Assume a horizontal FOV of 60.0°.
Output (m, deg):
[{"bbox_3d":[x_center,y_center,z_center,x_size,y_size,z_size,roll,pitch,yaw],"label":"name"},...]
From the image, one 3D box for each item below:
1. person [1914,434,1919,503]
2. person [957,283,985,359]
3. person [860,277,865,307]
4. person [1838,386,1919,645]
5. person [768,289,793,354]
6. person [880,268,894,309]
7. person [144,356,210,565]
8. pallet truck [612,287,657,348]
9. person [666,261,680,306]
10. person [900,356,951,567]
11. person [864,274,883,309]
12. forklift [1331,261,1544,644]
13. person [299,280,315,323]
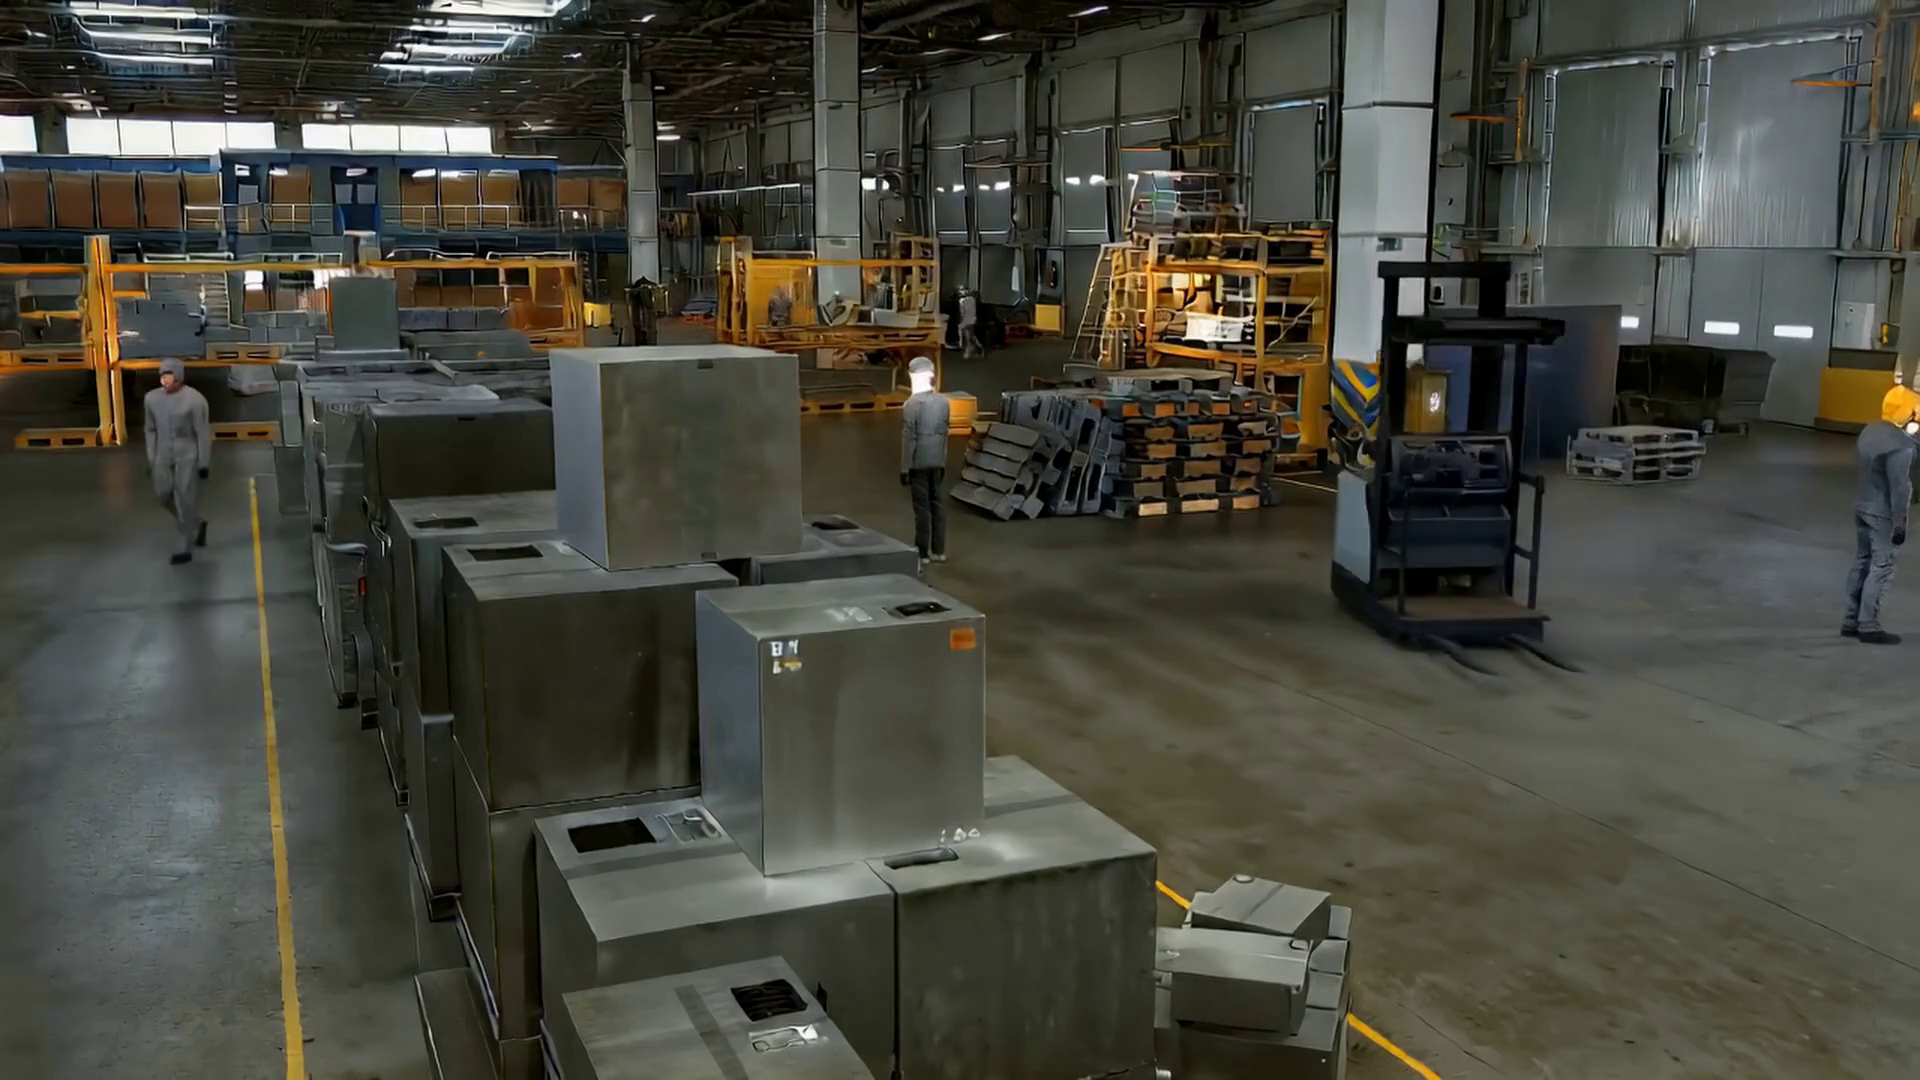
[{"bbox_3d":[10.567,-1.060,17.901,0.538,1.659,0.836,-1,10,-7],"label":"person"},{"bbox_3d":[0.285,-5.416,41.265,0.631,1.889,0.711,-10,14,-44],"label":"person"},{"bbox_3d":[-3.689,-8.888,60.853,0.539,1.714,0.418,-3,11,-15],"label":"person"},{"bbox_3d":[6.827,-0.182,12.328,0.367,1.926,0.638,1,10,4],"label":"person"},{"bbox_3d":[-4.297,-5.095,39.797,0.626,1.795,0.979,1,10,5],"label":"person"},{"bbox_3d":[-2.564,-8.719,59.321,0.603,1.944,0.391,-2,10,-9],"label":"person"},{"bbox_3d":[-7.241,-0.753,15.478,0.645,1.924,0.605,2,11,12],"label":"person"},{"bbox_3d":[-6.464,-4.406,35.401,0.823,1.965,1.885,6,12,32],"label":"pallet truck"},{"bbox_3d":[-12.821,-11.450,74.267,0.612,1.986,0.407,-1,10,-4],"label":"person"},{"bbox_3d":[-0.334,-0.717,15.269,0.366,1.926,0.592,8,13,37],"label":"person"},{"bbox_3d":[-2.692,-7.217,51.201,0.610,1.891,0.794,-2,10,-10],"label":"person"},{"bbox_3d":[3.683,-0.762,12.888,1.129,2.768,1.873,-1,10,-4],"label":"forklift"},{"bbox_3d":[-17.050,-5.829,43.450,0.622,1.932,0.367,10,14,44],"label":"person"}]
